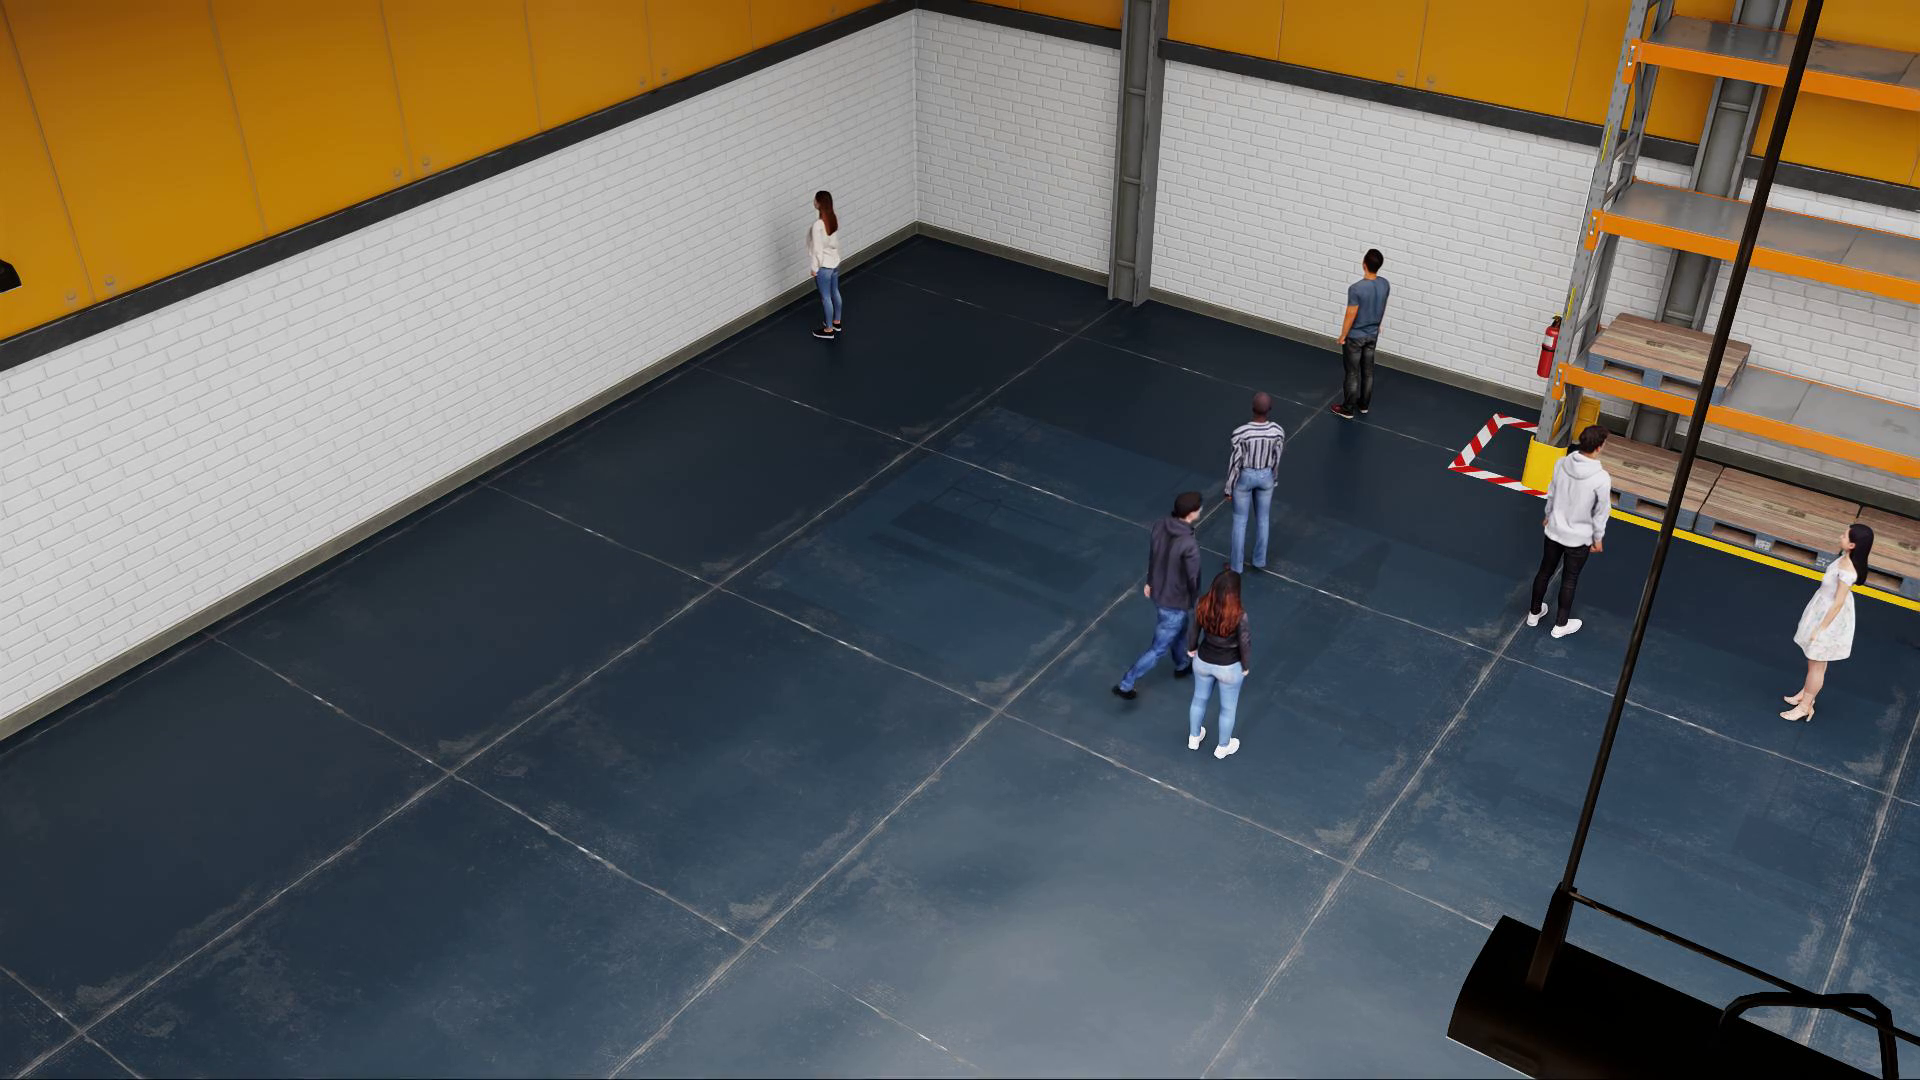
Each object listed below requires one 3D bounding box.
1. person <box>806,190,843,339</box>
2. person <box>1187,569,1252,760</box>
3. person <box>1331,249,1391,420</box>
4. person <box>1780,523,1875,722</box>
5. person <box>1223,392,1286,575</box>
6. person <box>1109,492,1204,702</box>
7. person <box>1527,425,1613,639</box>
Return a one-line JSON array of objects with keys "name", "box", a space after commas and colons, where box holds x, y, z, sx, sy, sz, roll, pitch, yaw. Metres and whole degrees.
[{"name": "person", "box": [-1.472, -3.048, 18.335, 0.597, 1.692, 0.650, 15, 36, 21]}, {"name": "person", "box": [1.935, 0.909, 12.434, 0.500, 1.634, 0.709, 19, 38, 26]}, {"name": "person", "box": [4.063, -2.085, 16.780, 0.725, 1.810, 0.709, -16, 37, -23]}, {"name": "person", "box": [6.641, 0.629, 12.728, 0.631, 1.775, 0.647, 19, 38, 26]}, {"name": "person", "box": [2.534, -0.473, 14.368, 0.695, 1.796, 0.748, -7, 34, -10]}, {"name": "person", "box": [1.557, 0.492, 12.869, 1.126, 1.848, 1.242, -16, 37, -22]}, {"name": "person", "box": [5.011, -0.087, 13.667, 0.788, 1.929, 0.582, -27, 42, -35]}]
